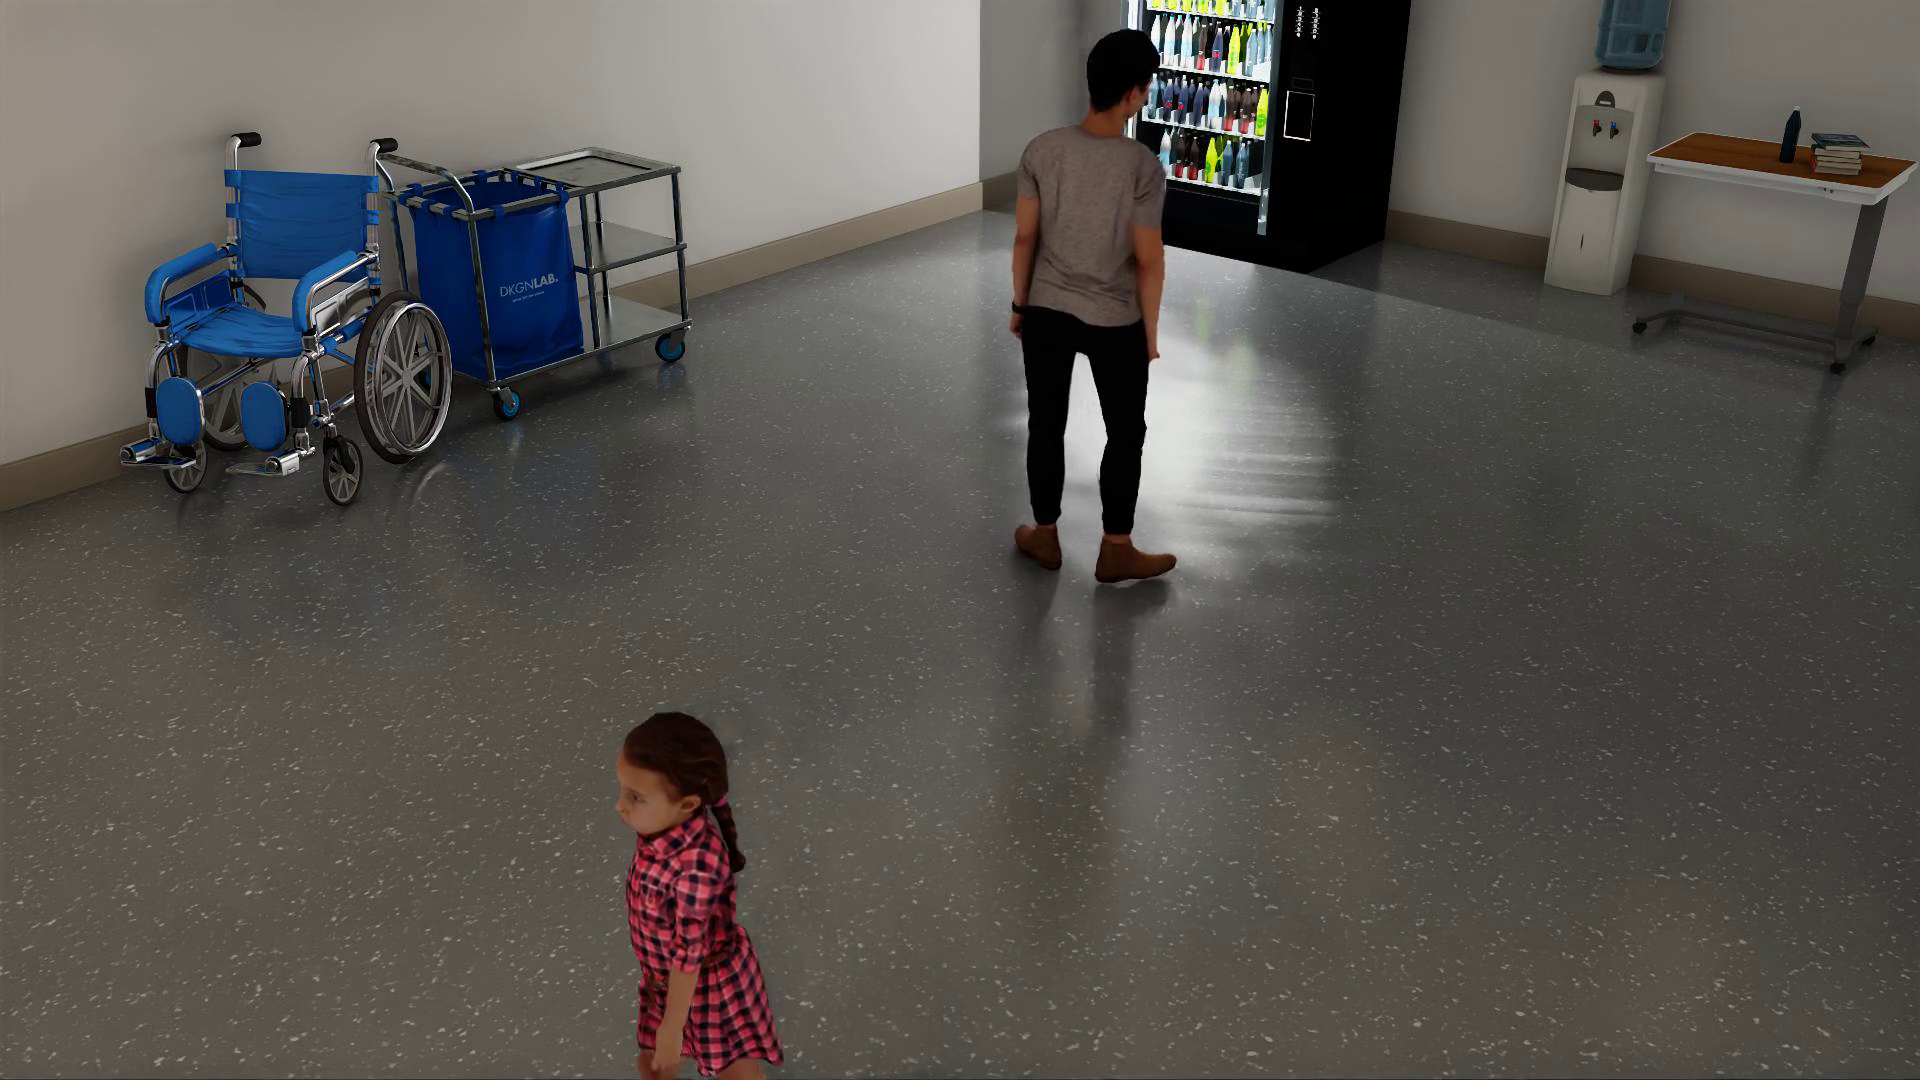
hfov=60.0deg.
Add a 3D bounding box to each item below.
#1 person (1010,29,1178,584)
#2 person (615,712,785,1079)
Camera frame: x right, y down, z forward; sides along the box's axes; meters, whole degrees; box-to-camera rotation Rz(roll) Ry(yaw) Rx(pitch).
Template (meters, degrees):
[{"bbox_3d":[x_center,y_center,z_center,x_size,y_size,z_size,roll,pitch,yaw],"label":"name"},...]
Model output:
[{"bbox_3d":[0.349,-0.698,5.143,0.602,1.705,0.837,4,26,8],"label":"person"},{"bbox_3d":[-0.416,0.752,2.939,0.605,1.008,0.612,-15,29,-28],"label":"person"}]
